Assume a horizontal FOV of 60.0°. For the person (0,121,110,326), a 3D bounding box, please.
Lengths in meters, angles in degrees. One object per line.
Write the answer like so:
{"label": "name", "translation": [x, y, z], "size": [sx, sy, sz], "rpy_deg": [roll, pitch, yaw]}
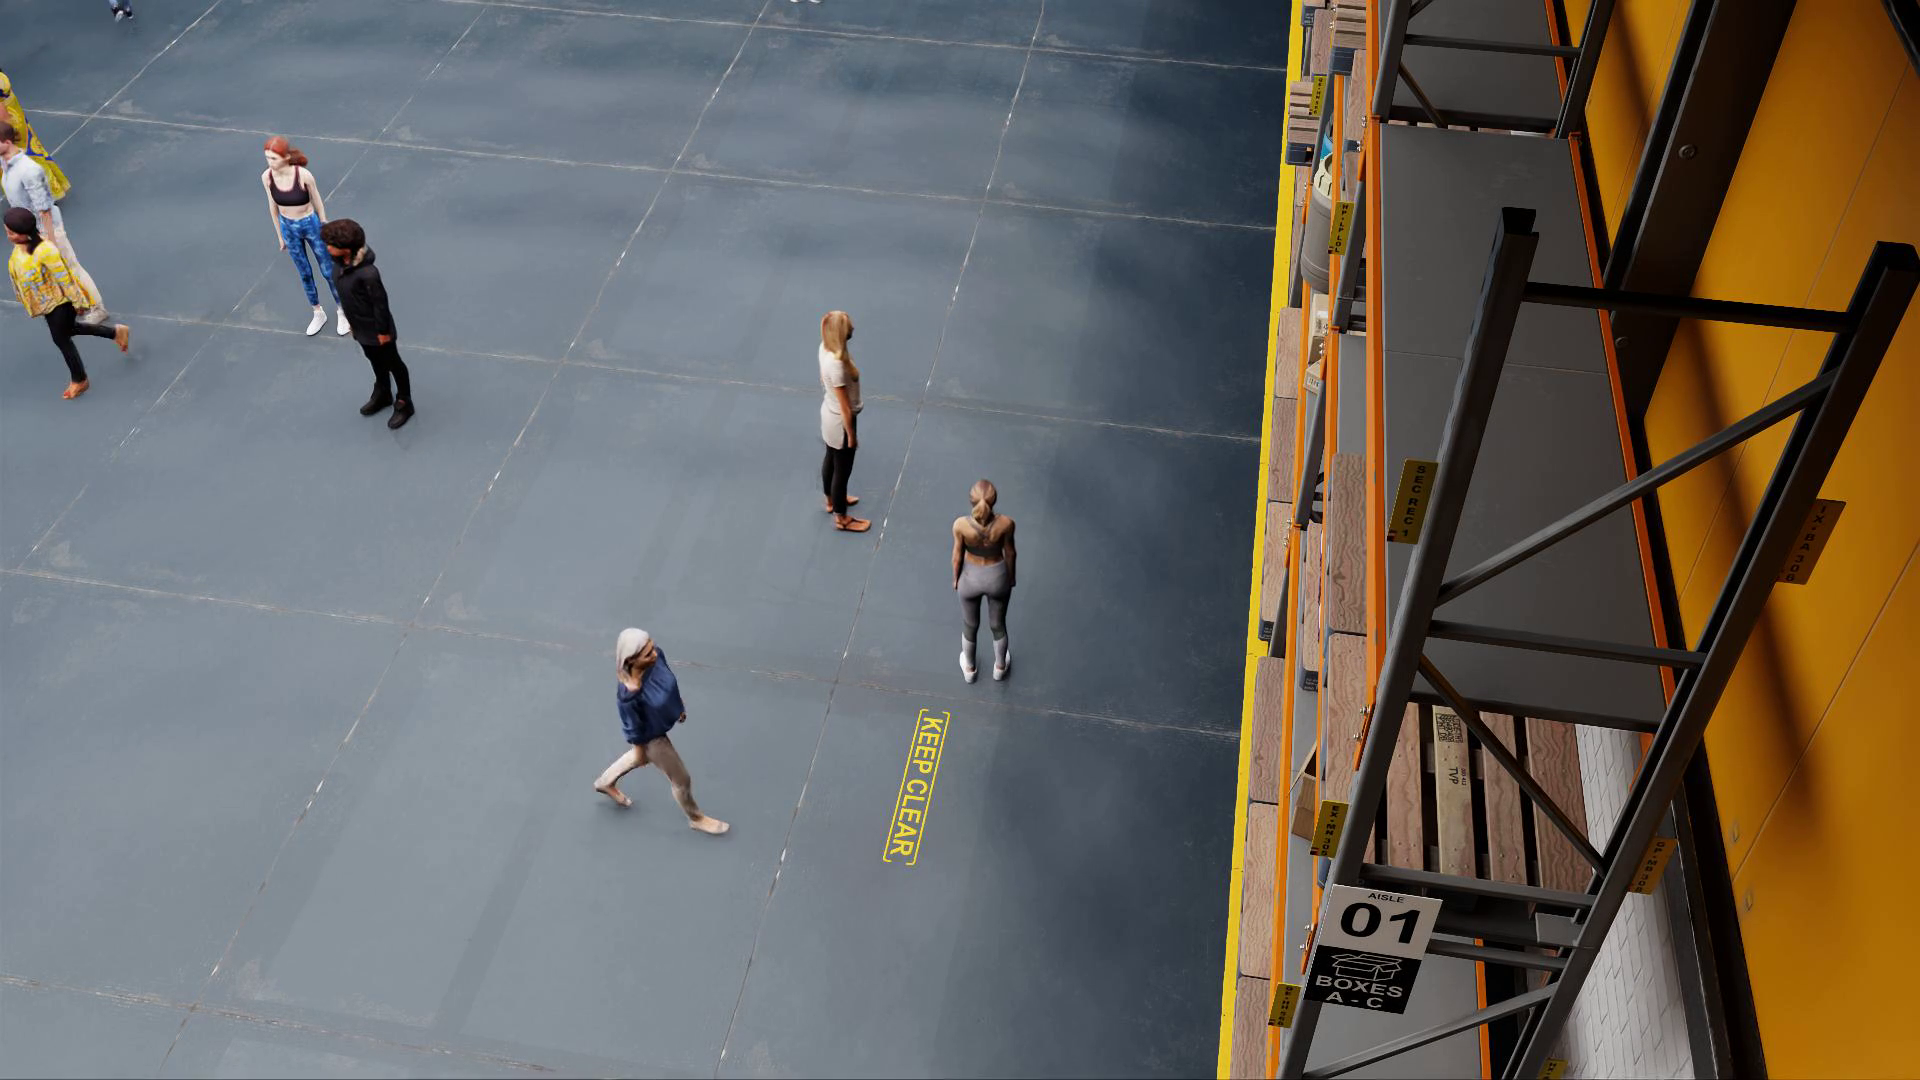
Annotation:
{"label": "person", "translation": [-7.363, -2.544, 13.396], "size": [0.731, 1.848, 0.725], "rpy_deg": [28, 50, 26]}

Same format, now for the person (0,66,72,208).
{"label": "person", "translation": [-8.484, -3.697, 14.750], "size": [1.046, 1.660, 0.996], "rpy_deg": [-28, 50, -26]}

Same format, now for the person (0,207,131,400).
{"label": "person", "translation": [-6.923, -1.894, 12.872], "size": [0.961, 1.629, 1.090], "rpy_deg": [28, 50, 26]}

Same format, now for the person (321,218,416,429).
{"label": "person", "translation": [-4.439, -1.668, 12.527], "size": [0.717, 1.778, 0.736], "rpy_deg": [27, 50, 26]}

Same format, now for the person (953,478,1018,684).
{"label": "person", "translation": [0.154, 0.265, 10.551], "size": [0.602, 1.705, 0.593], "rpy_deg": [-1, 44, -1]}

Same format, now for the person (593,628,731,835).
{"label": "person", "translation": [-1.883, 1.102, 9.712], "size": [0.678, 1.662, 1.032], "rpy_deg": [7, 44, 7]}

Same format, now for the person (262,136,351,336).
{"label": "person", "translation": [-5.248, -2.435, 13.335], "size": [0.618, 1.785, 0.610], "rpy_deg": [-1, 44, -1]}

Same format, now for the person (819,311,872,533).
{"label": "person", "translation": [-0.852, -0.839, 11.623], "size": [0.755, 1.825, 0.636], "rpy_deg": [-14, 45, -14]}
